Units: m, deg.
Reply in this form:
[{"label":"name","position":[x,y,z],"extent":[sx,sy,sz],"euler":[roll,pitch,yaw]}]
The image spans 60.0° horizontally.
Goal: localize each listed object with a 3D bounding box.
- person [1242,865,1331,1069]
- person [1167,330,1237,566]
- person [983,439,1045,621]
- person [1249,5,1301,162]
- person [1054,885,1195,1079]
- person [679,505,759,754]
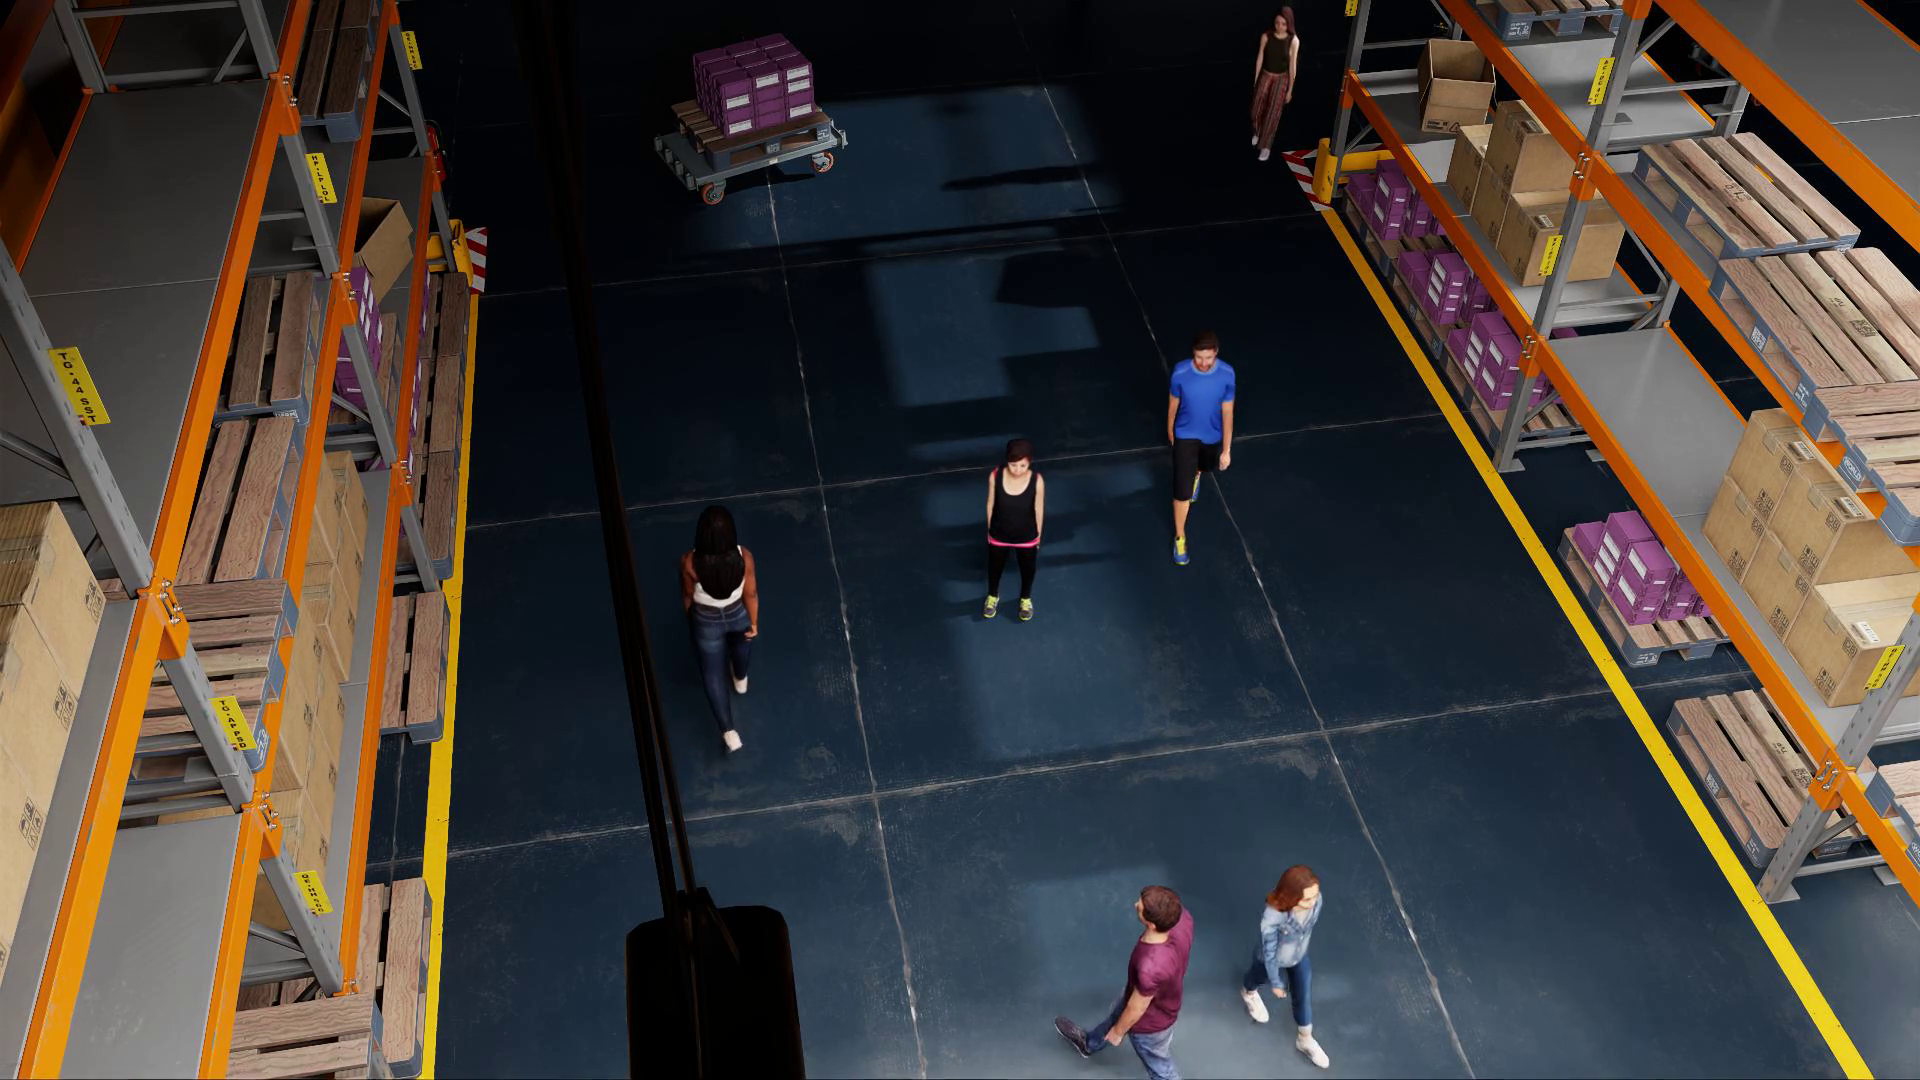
[{"label":"person","position":[1.689,2.173,8.999],"extent":[0.713,1.456,0.944],"euler":[-19,47,-19]},{"label":"person","position":[1.705,-0.808,11.859],"extent":[0.774,1.827,1.273],"euler":[0,44,0]},{"label":"person","position":[0.379,-0.093,11.310],"extent":[0.606,1.550,0.608],"euler":[7,44,8]},{"label":"person","position":[3.003,-4.385,15.814],"extent":[0.709,1.553,0.781],"euler":[15,46,15]},{"label":"person","position":[1.060,2.399,8.499],"extent":[1.089,1.819,1.114],"euler":[16,46,16]},{"label":"person","position":[-1.487,0.568,10.454],"extent":[0.680,1.773,1.168],"euler":[-10,45,-11]}]
